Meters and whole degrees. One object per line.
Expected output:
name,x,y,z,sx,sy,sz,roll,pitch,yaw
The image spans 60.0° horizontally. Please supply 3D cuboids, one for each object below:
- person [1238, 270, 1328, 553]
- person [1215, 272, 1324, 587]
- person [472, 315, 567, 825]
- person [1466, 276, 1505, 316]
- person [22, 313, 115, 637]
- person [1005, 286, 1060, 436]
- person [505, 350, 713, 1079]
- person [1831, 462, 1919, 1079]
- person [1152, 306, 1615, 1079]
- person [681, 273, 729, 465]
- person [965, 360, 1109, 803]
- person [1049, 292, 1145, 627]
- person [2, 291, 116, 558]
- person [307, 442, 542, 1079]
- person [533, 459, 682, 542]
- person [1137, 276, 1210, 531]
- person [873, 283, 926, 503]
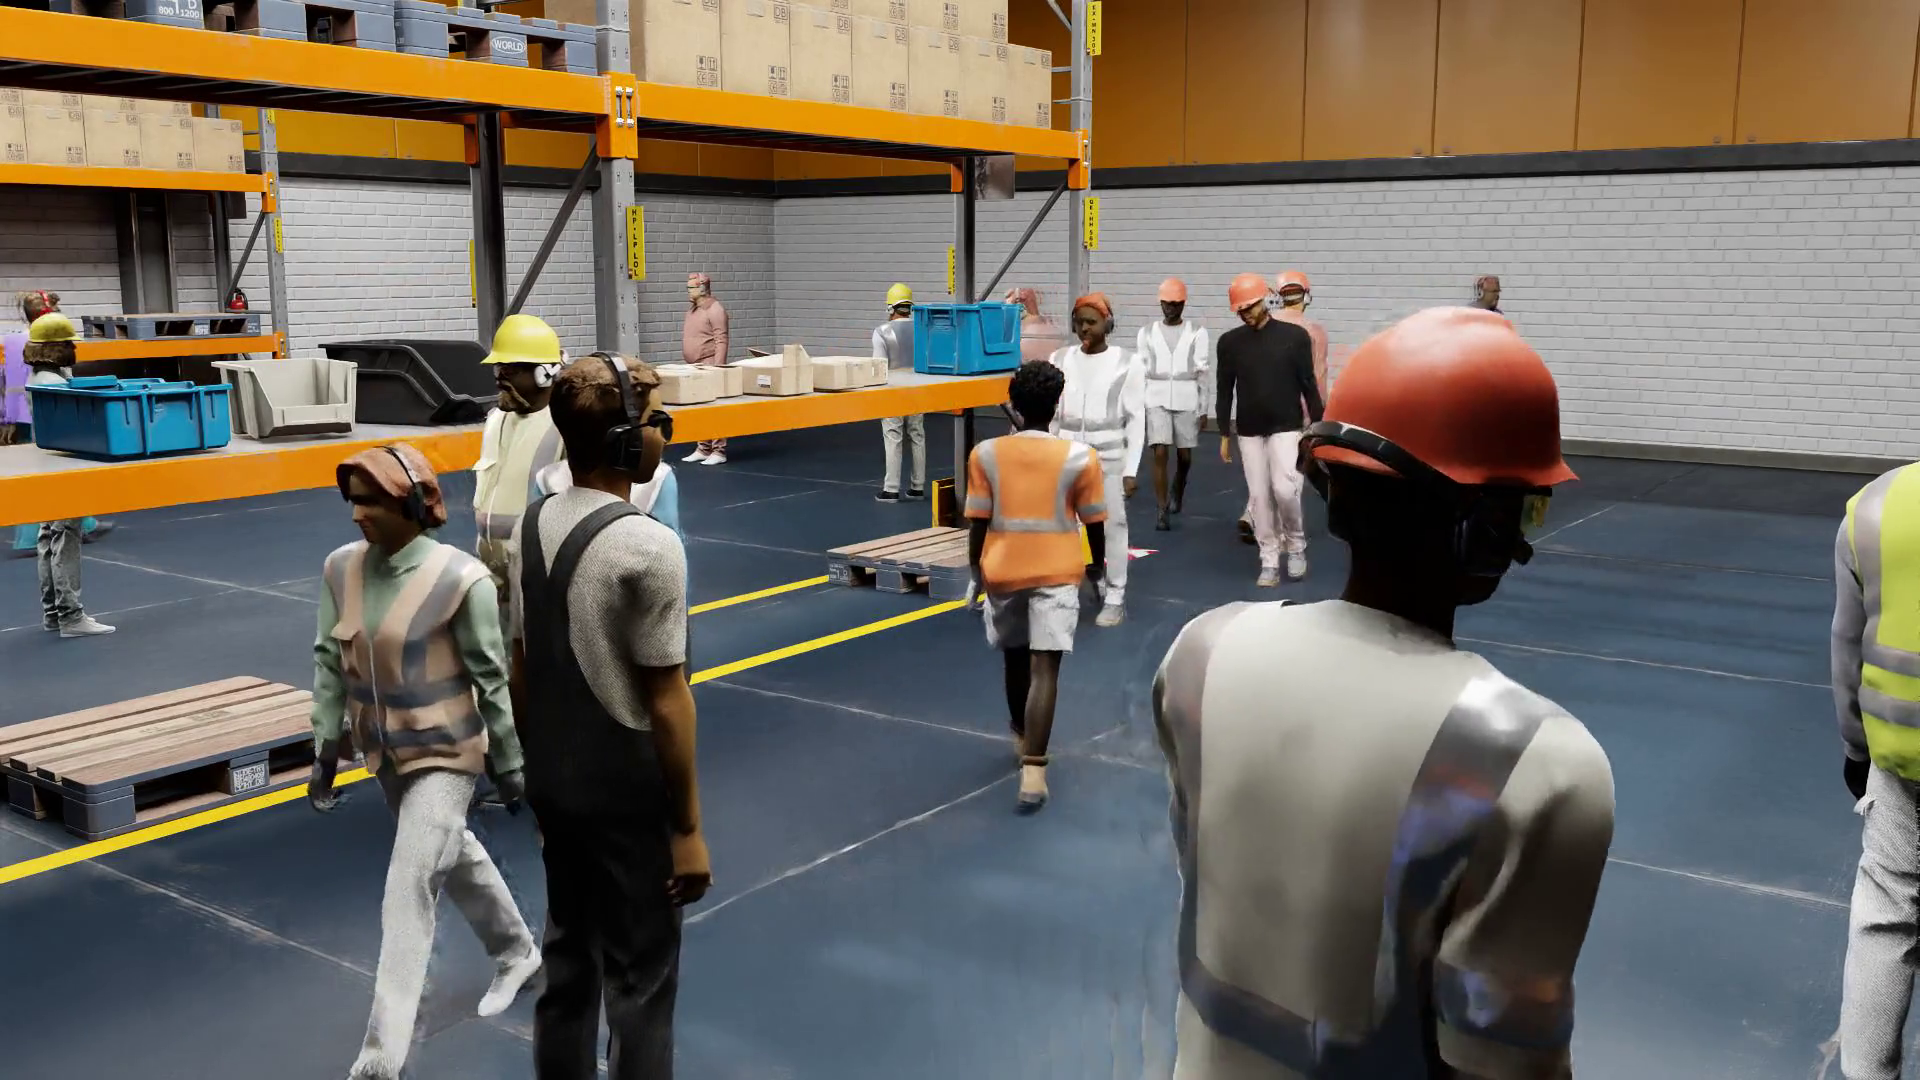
person,2.246,-0.870,11.448,0.639,1.962,0.518,9,13,44
person,1.903,-0.670,10.291,0.692,1.949,0.482,5,11,26
person,-1.533,0.110,6.000,0.590,1.833,0.403,7,12,36
person,4.968,-1.589,15.954,0.657,1.886,0.721,-6,11,-33
person,-4.847,-0.349,9.001,0.295,1.744,0.489,-9,13,-43
person,0.599,-0.874,11.831,0.980,1.857,0.678,3,10,16
person,-0.705,0.541,3.397,0.506,1.846,0.351,8,13,40
person,2.230,0.502,3.654,0.430,1.840,0.625,-5,11,-26
person,0.461,0.725,1.951,1.103,1.980,0.610,-9,13,-42
person,-2.558,-1.694,16.535,0.401,1.904,0.646,-7,12,-36
person,0.289,0.141,6.373,0.545,1.649,0.881,2,10,13
person,0.688,-0.393,8.948,0.590,1.841,0.946,5,11,26
person,-6.244,-0.811,11.563,0.588,1.805,0.906,6,11,30
person,-1.334,0.542,4.165,0.495,1.588,0.898,5,11,29
person,-1.200,0.258,5.778,0.523,1.619,0.635,0,10,1
person,1.626,-1.057,12.717,0.545,1.918,0.816,1,10,8
person,-0.499,-1.226,13.962,0.591,1.833,0.403,-7,12,-35
